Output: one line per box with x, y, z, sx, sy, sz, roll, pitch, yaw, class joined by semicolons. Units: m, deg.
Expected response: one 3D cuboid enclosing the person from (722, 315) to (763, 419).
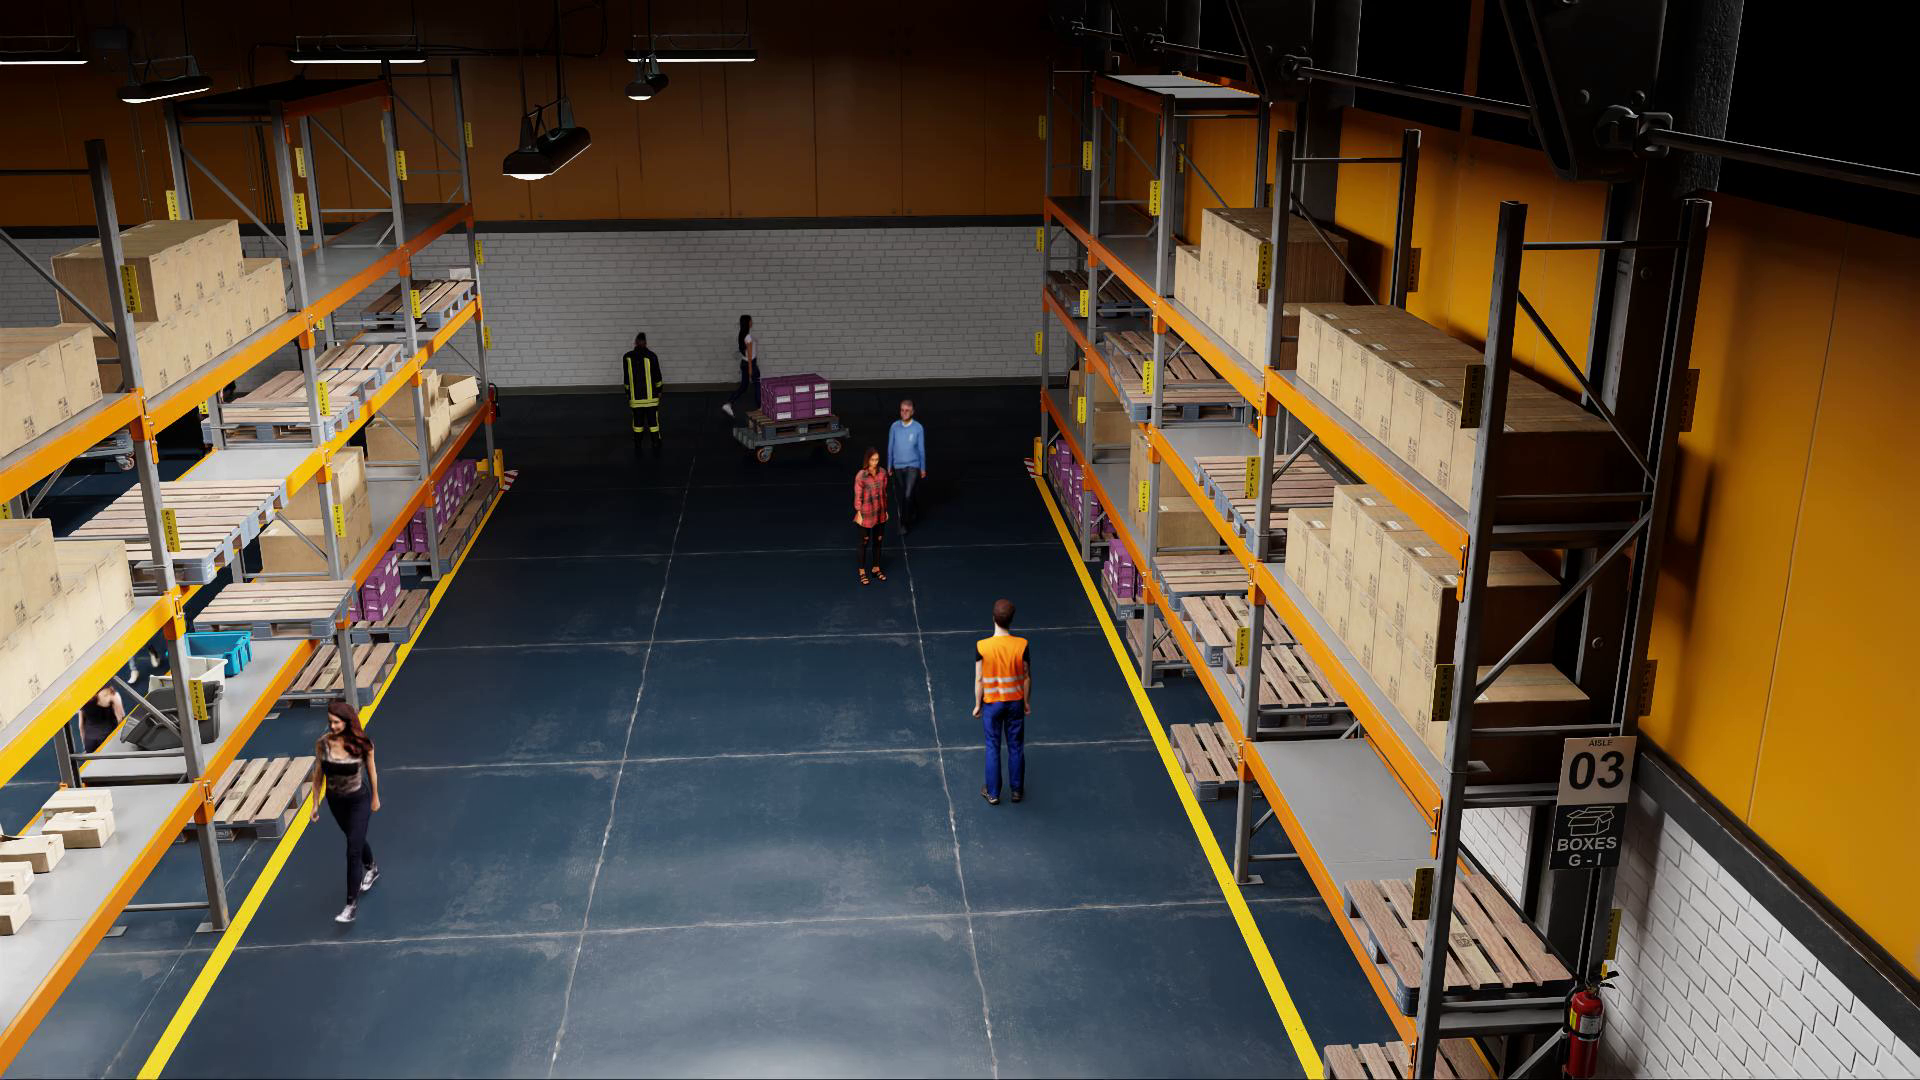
-3.606;-2.858;27.689;0.945;1.745;1.126;-9;21;-26;person

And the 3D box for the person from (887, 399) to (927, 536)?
-0.675;-1.012;22.141;0.995;1.787;1.237;7;20;20;person

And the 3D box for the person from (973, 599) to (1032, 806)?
0.385;1.435;14.718;0.682;1.889;0.625;-3;19;-8;person

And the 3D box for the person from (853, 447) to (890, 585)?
-1.071;-0.315;20.206;0.705;1.701;0.718;-13;22;-33;person

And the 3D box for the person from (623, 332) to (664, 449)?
-4.965;-2.362;26.047;0.768;1.853;0.696;0;19;0;person

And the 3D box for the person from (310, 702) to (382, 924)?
-4.784;2.060;13.129;0.751;1.717;1.185;2;19;5;person
